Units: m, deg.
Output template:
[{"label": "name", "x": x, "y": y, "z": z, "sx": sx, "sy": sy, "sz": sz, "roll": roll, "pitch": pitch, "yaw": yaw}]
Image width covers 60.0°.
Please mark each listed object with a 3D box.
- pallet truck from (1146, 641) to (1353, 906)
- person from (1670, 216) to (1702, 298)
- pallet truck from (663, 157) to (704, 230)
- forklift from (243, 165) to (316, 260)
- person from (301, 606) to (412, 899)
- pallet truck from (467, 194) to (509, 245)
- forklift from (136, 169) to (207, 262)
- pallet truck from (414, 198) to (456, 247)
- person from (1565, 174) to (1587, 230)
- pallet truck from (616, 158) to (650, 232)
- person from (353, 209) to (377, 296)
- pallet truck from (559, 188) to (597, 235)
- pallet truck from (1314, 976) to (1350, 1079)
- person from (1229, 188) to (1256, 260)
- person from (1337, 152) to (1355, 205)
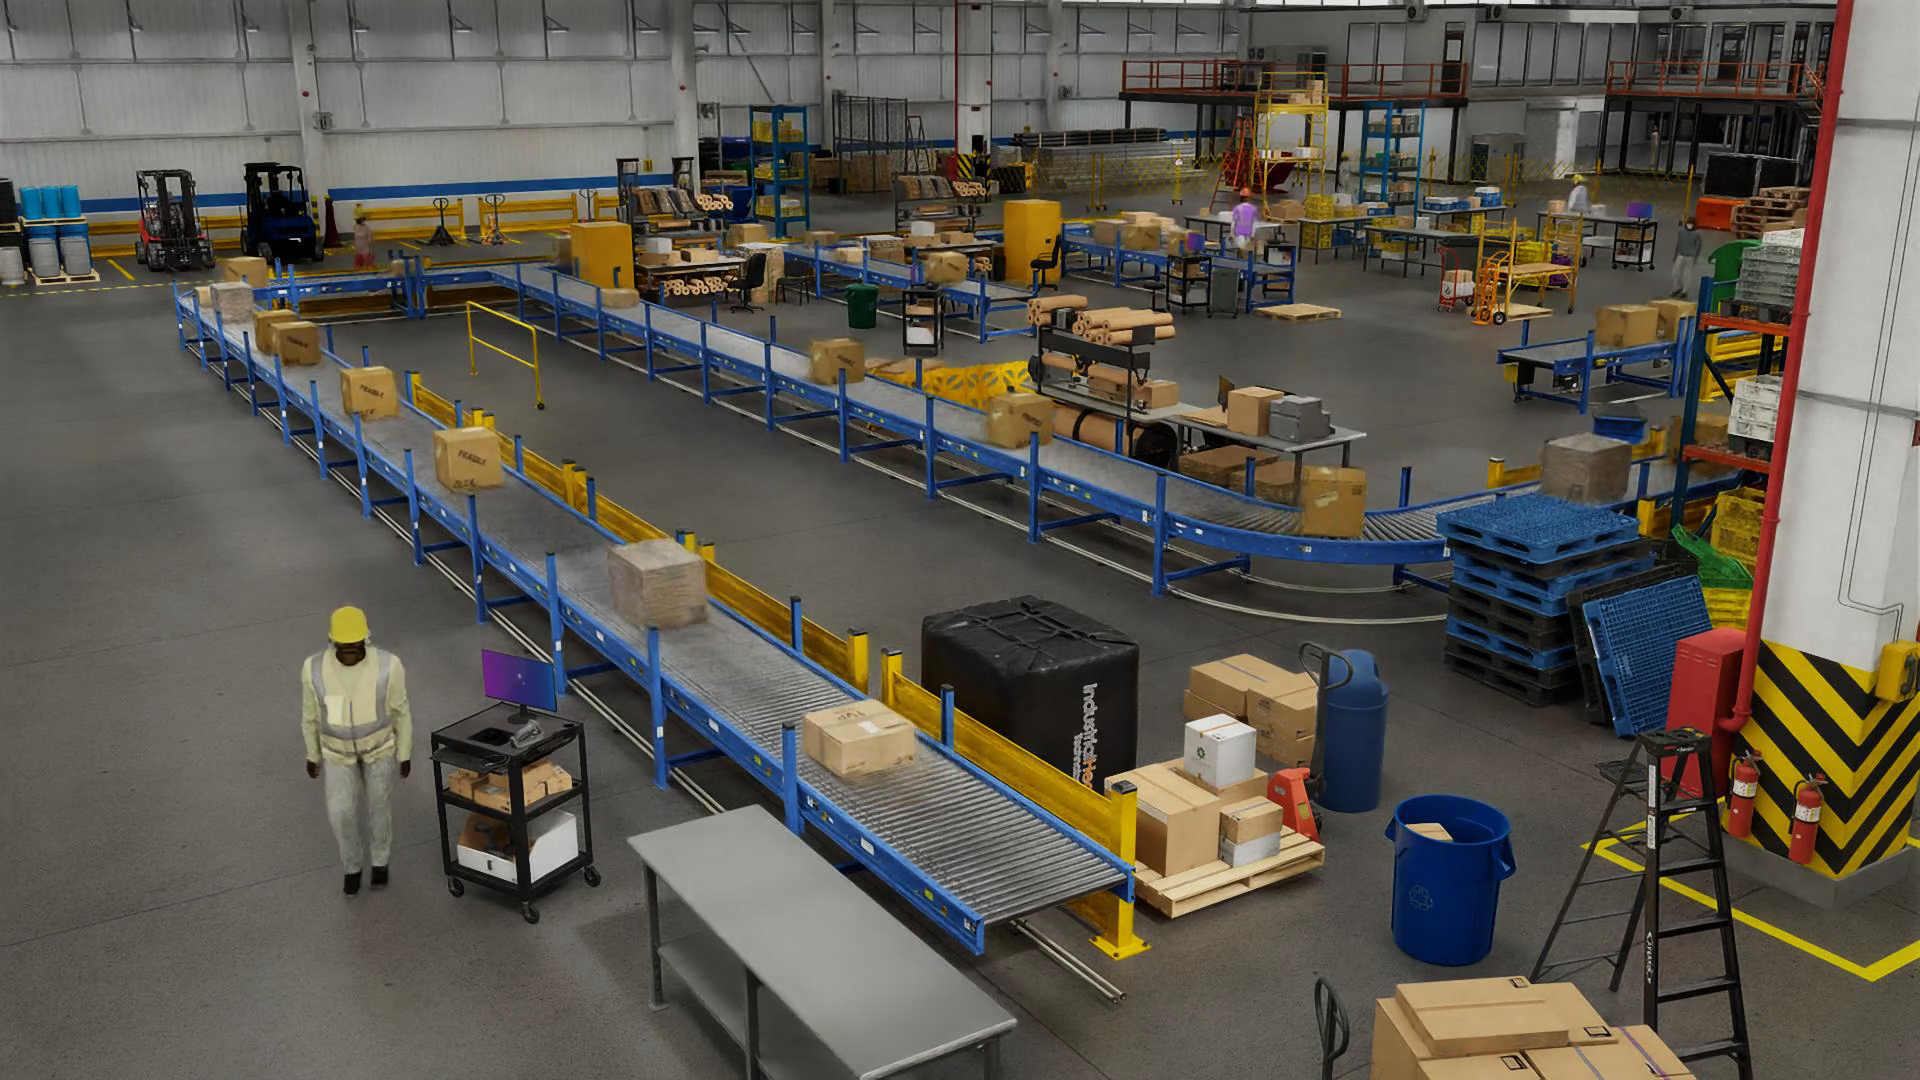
[{"label": "pallet truck", "x": 1.664, "y": 1.407, "z": 10.232, "sx": 1.630, "sy": 1.274, "sz": 0.653, "roll": -10, "pitch": 20, "yaw": -31}, {"label": "person", "x": 14.405, "y": -5.601, "z": 32.998, "sx": 0.441, "sy": 1.614, "sz": 0.514, "roll": -14, "pitch": 22, "yaw": -40}, {"label": "pallet truck", "x": -7.586, "y": -9.308, "z": 44.692, "sx": 0.823, "sy": 1.965, "sz": 1.885, "roll": -11, "pitch": 20, "yaw": -33}, {"label": "forklift", "x": -15.898, "y": -7.669, "z": 38.708, "sx": 1.157, "sy": 1.987, "sz": 2.680, "roll": -11, "pitch": 20, "yaw": -33}, {"label": "person", "x": -3.559, "y": 1.260, "z": 9.835, "sx": 0.627, "sy": 1.811, "sz": 0.539, "roll": -5, "pitch": 17, "yaw": -15}, {"label": "pallet truck", "x": -11.983, "y": -8.177, "z": 42.137, "sx": 0.704, "sy": 1.261, "sz": 1.522, "roll": -11, "pitch": 20, "yaw": -33}, {"label": "forklift", "x": -17.842, "y": -7.318, "z": 37.559, "sx": 1.157, "sy": 1.987, "sz": 2.680, "roll": -10, "pitch": 20, "yaw": -31}, {"label": "pallet truck", "x": -13.250, "y": -8.060, "z": 41.856, "sx": 0.680, "sy": 1.201, "sz": 1.601, "roll": -10, "pitch": 20, "yaw": -31}, {"label": "person", "x": 15.044, "y": -8.093, "z": 40.969, "sx": 0.626, "sy": 1.801, "sz": 0.820, "roll": -15, "pitch": 22, "yaw": -41}, {"label": "pallet truck", "x": -8.918, "y": -9.176, "z": 44.255, "sx": 0.823, "sy": 1.965, "sz": 1.885, "roll": -9, "pitch": 19, "yaw": -27}, {"label": "person", "x": -11.862, "y": -5.708, "z": 33.123, "sx": 0.543, "sy": 1.749, "sz": 0.417, "roll": 9, "pitch": 19, "yaw": 28}, {"label": "pallet truck", "x": -10.010, "y": -8.652, "z": 43.699, "sx": 0.653, "sy": 1.274, "sz": 1.630, "roll": -10, "pitch": 20, "yaw": -31}, {"label": "pallet truck", "x": 2.299, "y": 2.390, "z": 7.086, "sx": 1.601, "sy": 1.201, "sz": 0.680, "roll": -2, "pitch": 17, "yaw": -7}, {"label": "person", "x": 6.162, "y": -6.645, "z": 35.988, "sx": 0.551, "sy": 1.913, "sz": 0.837, "roll": -8, "pitch": 19, "yaw": -26}, {"label": "person", "x": 11.709, "y": -10.921, "z": 50.520, "sx": 0.490, "sy": 1.722, "sz": 0.677, "roll": -10, "pitch": 19, "yaw": -30}]
